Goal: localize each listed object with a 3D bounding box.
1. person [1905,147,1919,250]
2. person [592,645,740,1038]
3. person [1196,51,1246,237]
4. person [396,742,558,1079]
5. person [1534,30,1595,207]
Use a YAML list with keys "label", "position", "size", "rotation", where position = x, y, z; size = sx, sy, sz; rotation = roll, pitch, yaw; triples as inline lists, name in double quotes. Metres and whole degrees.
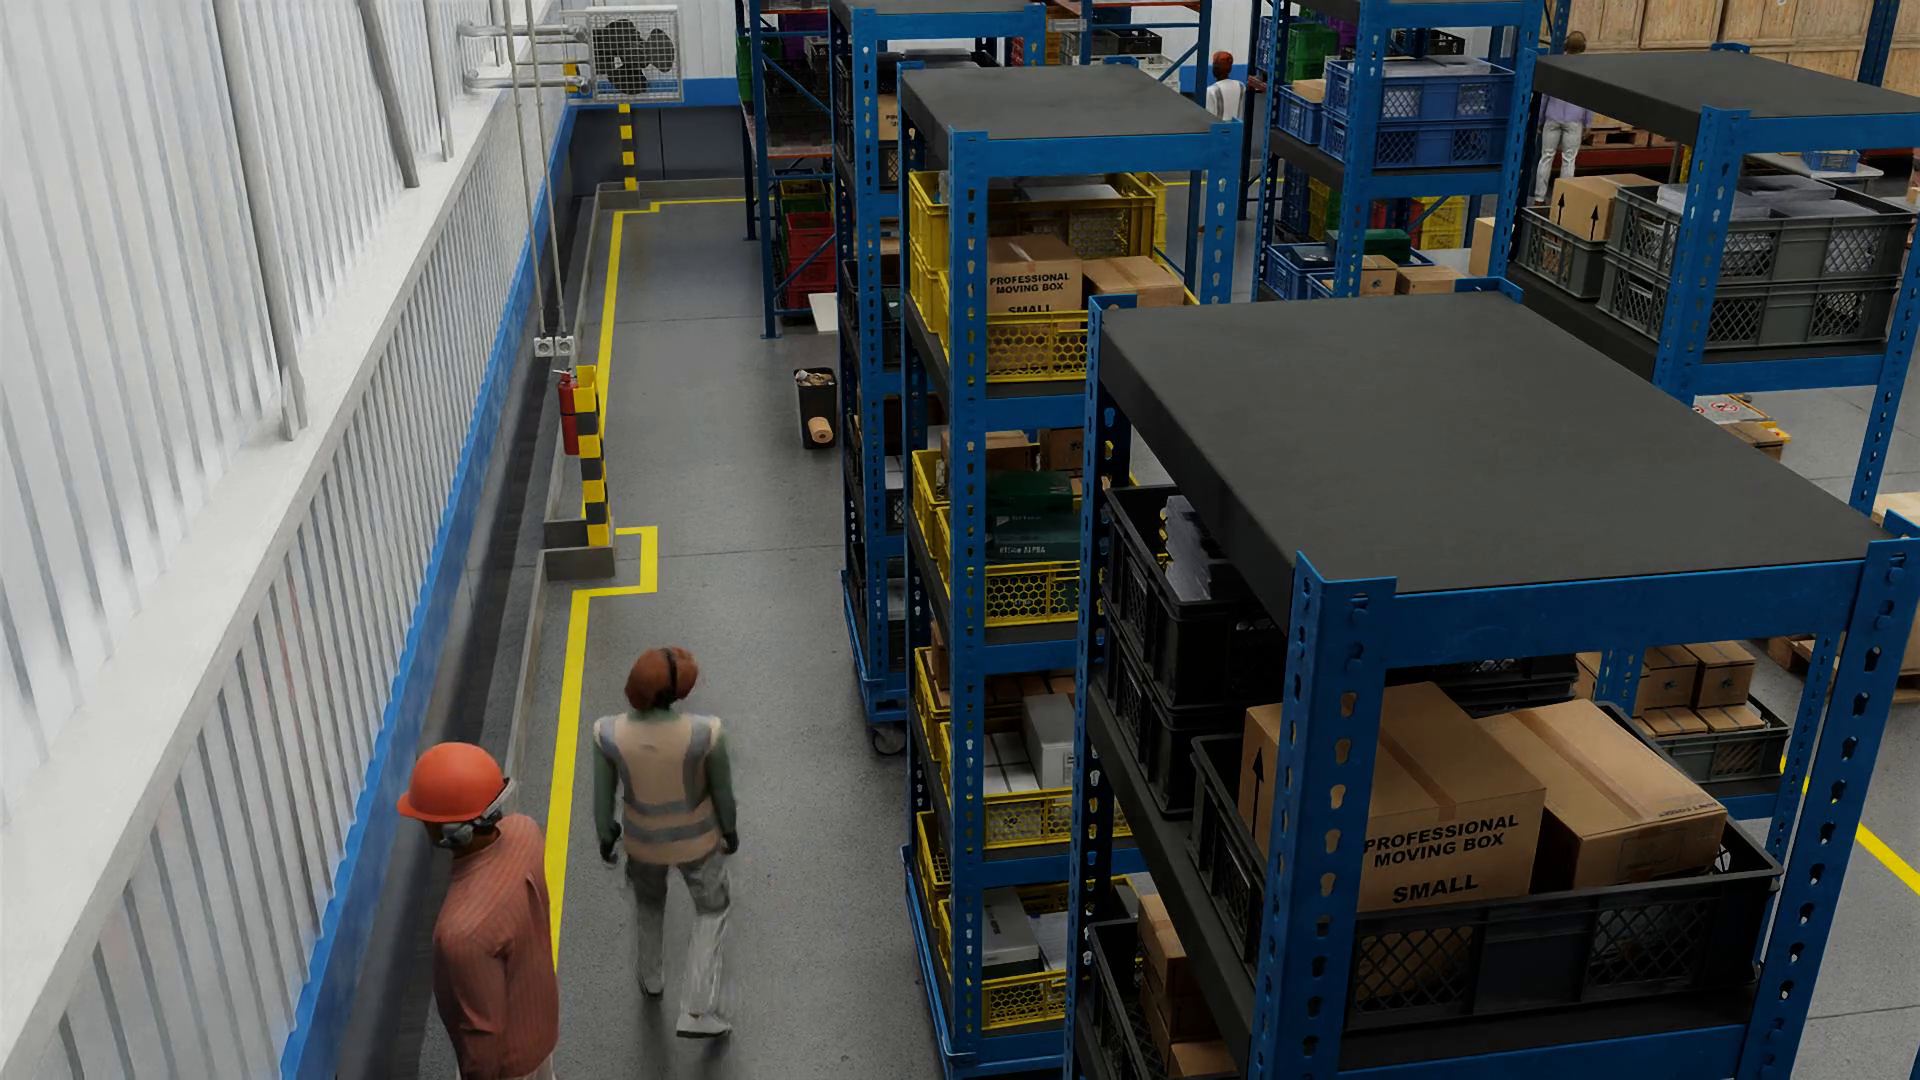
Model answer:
- label: "person"
  position: [9.935, -3.900, 16.802]
  size: [0.641, 1.908, 0.408]
  rotation: [-5, 25, -10]
- label: "person"
  position: [-1.104, 1.123, 6.217]
  size: [0.558, 1.620, 0.535]
  rotation: [2, 25, 4]
- label: "person"
  position: [2.693, -4.107, 17.280]
  size: [0.572, 1.883, 0.353]
  rotation: [-19, 31, -36]
- label: "person"
  position: [-1.387, 1.477, 5.009]
  size: [0.390, 1.991, 0.623]
  rotation: [1, 25, 2]
- label: "person"
  position: [6.636, -4.591, 18.266]
  size: [0.635, 1.937, 0.361]
  rotation: [15, 28, 29]
